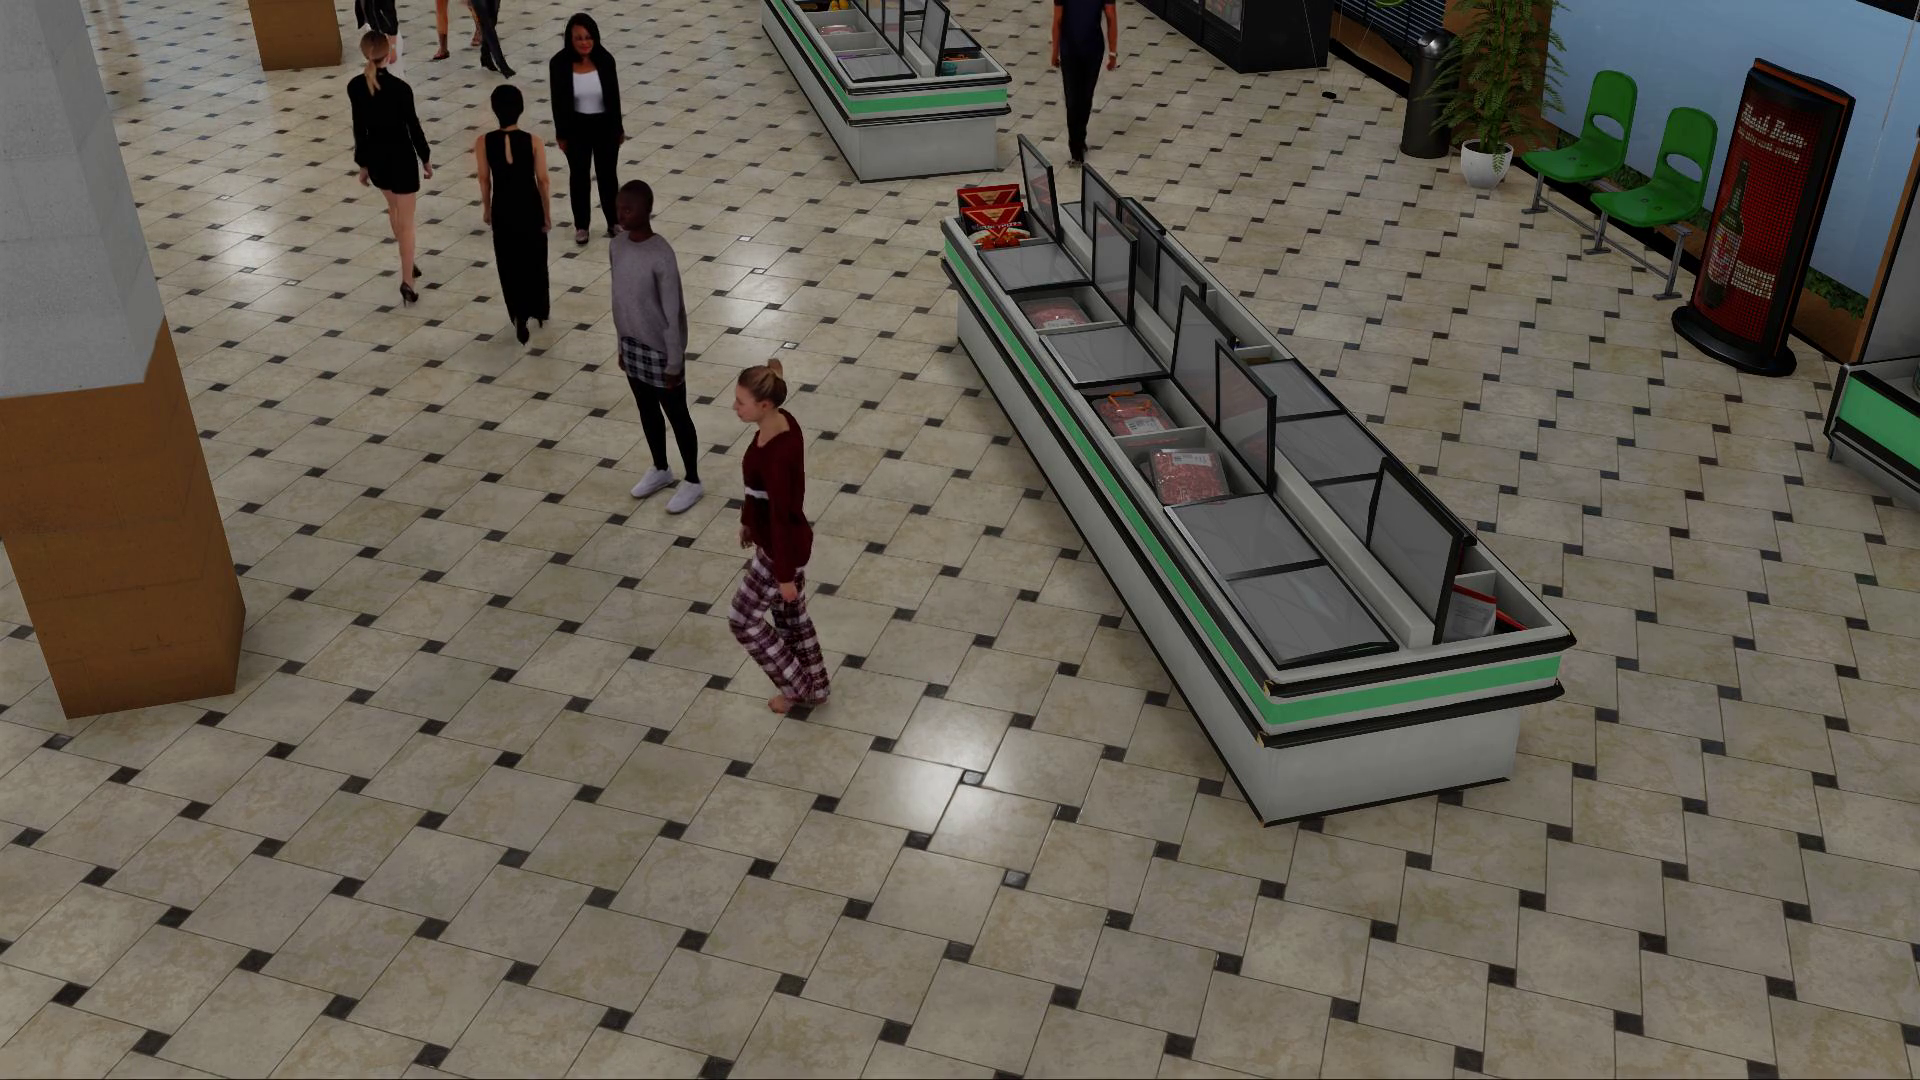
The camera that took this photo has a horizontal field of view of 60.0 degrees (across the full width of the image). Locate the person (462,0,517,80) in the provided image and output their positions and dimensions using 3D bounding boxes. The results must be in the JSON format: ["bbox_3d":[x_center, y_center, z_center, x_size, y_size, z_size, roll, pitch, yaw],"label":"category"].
[{"bbox_3d":[-4.367,-5.008,15.146,0.901,1.555,1.076,-27,41,-36],"label":"person"}]

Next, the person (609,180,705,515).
[{"bbox_3d":[-1.551,-0.989,8.486,0.654,1.769,0.744,22,38,31],"label":"person"}]

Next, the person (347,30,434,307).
[{"bbox_3d":[-3.671,-2.343,10.687,0.737,1.743,0.864,2,32,2],"label":"person"}]

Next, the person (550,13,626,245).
[{"bbox_3d":[-2.600,-2.892,11.690,0.691,1.614,0.669,-13,34,-20],"label":"person"}]

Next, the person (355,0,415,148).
[{"bbox_3d":[-4.649,-4.042,13.453,0.733,1.704,0.591,-22,38,-31],"label":"person"}]

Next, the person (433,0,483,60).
[{"bbox_3d":[-4.782,-5.451,15.744,0.878,1.676,1.178,5,32,7],"label":"person"}]

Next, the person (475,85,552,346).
[{"bbox_3d":[-2.725,-1.959,10.221,0.588,1.583,0.899,-7,33,-11],"label":"person"}]

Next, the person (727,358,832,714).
[{"bbox_3d":[-0.670,0.020,6.938,0.783,1.690,0.666,1,32,1],"label":"person"}]

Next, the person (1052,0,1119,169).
[{"bbox_3d":[0.971,-3.864,13.143,0.866,1.729,1.131,0,32,0],"label":"person"}]
